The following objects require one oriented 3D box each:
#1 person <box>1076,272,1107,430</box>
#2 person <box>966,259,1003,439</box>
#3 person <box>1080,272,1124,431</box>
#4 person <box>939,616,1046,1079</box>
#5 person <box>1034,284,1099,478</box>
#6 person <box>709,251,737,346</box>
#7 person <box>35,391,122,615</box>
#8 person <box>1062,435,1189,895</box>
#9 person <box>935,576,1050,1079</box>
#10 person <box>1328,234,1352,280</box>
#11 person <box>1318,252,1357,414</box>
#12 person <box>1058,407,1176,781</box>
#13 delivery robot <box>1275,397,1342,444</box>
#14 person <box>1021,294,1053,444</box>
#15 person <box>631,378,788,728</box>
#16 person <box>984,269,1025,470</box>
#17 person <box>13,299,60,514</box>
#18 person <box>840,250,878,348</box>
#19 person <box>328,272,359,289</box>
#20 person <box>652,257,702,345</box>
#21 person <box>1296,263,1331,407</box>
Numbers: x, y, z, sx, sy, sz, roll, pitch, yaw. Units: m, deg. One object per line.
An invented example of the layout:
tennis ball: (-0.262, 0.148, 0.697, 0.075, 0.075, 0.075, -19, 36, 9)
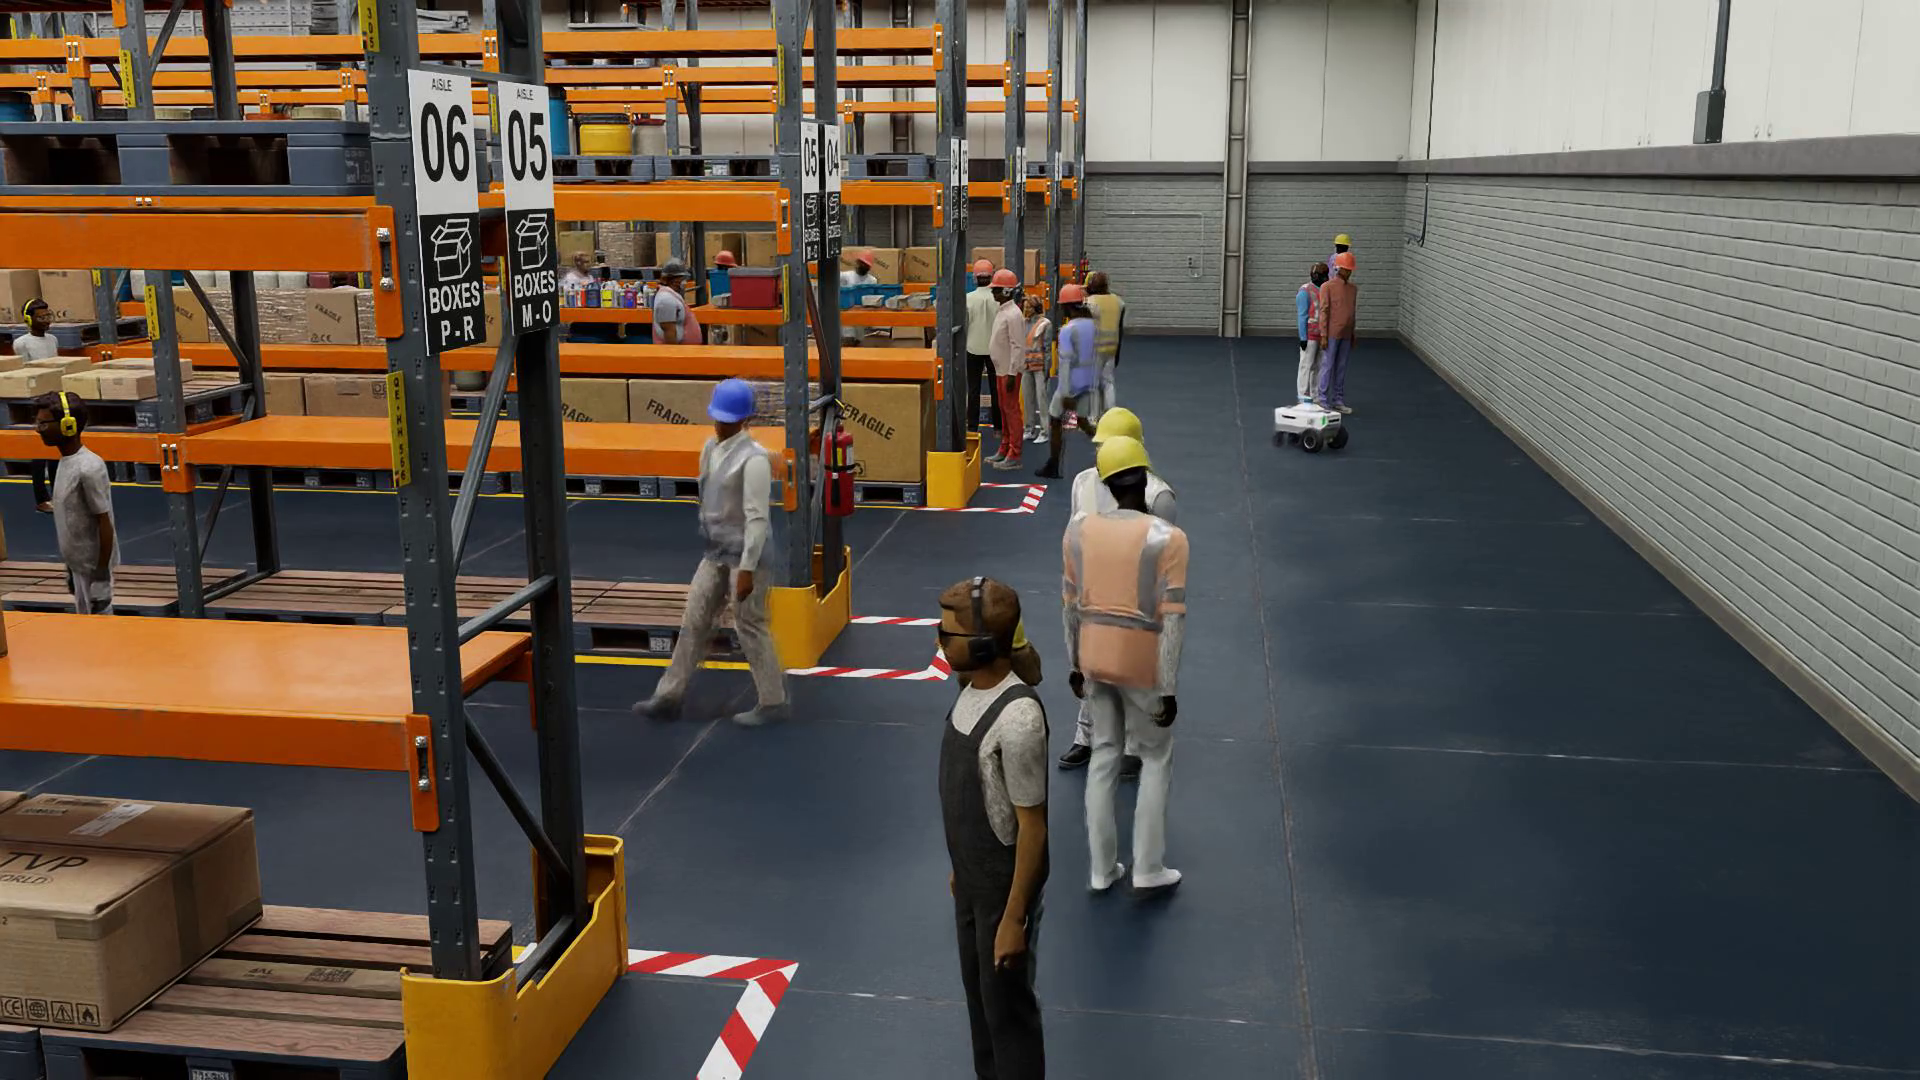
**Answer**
person: (1.576, -2.176, 19.205, 0.403, 1.821, 0.595, 8, 15, 31)
person: (0.271, -2.115, 18.522, 0.612, 1.997, 0.375, -1, 13, -6)
person: (1.572, -2.129, 18.986, 0.649, 1.832, 0.430, -10, 16, -37)
person: (0.098, 1.013, 5.000, 0.322, 1.735, 0.489, -1, 13, -4)
person: (1.143, -1.505, 15.986, 0.832, 1.908, 0.569, 10, 16, 39)
person: (-3.152, -2.879, 22.147, 0.409, 1.924, 0.542, -4, 13, -19)
person: (-4.482, 0.162, 8.531, 0.323, 1.870, 0.518, -10, 16, -39)
person: (0.670, 0.519, 6.886, 0.605, 1.880, 0.544, 8, 15, 32)
person: (0.084, 0.999, 4.811, 0.329, 1.842, 0.515, -4, 13, -16)
person: (6.336, -4.149, 27.864, 0.372, 1.923, 0.594, 1, 13, 4)
person: (4.642, -2.523, 20.383, 0.608, 1.988, 0.387, -9, 15, -35)
person: (0.749, 0.263, 8.159, 0.590, 1.833, 0.404, 9, 15, 35)
delivery robot: (3.737, -1.292, 17.871, 0.477, 0.478, 0.707, -10, 16, -39)
person: (0.819, -1.881, 18.301, 0.314, 1.633, 0.523, -12, 17, -44)
person: (-1.322, 0.100, 8.759, 0.783, 1.891, 0.649, -9, 15, -36)
person: (0.459, -1.705, 16.670, 0.383, 1.996, 0.609, -2, 13, -10)
person: (-7.975, -1.168, 14.536, 0.315, 1.870, 0.533, 2, 13, 7)
person: (-1.458, -3.100, 23.250, 0.628, 1.869, 0.883, -3, 13, -15)
person: (-7.410, -2.368, 20.030, 0.430, 1.840, 0.619, 5, 14, 23)
person: (-3.096, -2.082, 18.270, 0.535, 2.000, 0.687, -2, 13, -9)
person: (4.446, -2.523, 20.714, 0.621, 1.845, 0.429, -11, 17, -41)
